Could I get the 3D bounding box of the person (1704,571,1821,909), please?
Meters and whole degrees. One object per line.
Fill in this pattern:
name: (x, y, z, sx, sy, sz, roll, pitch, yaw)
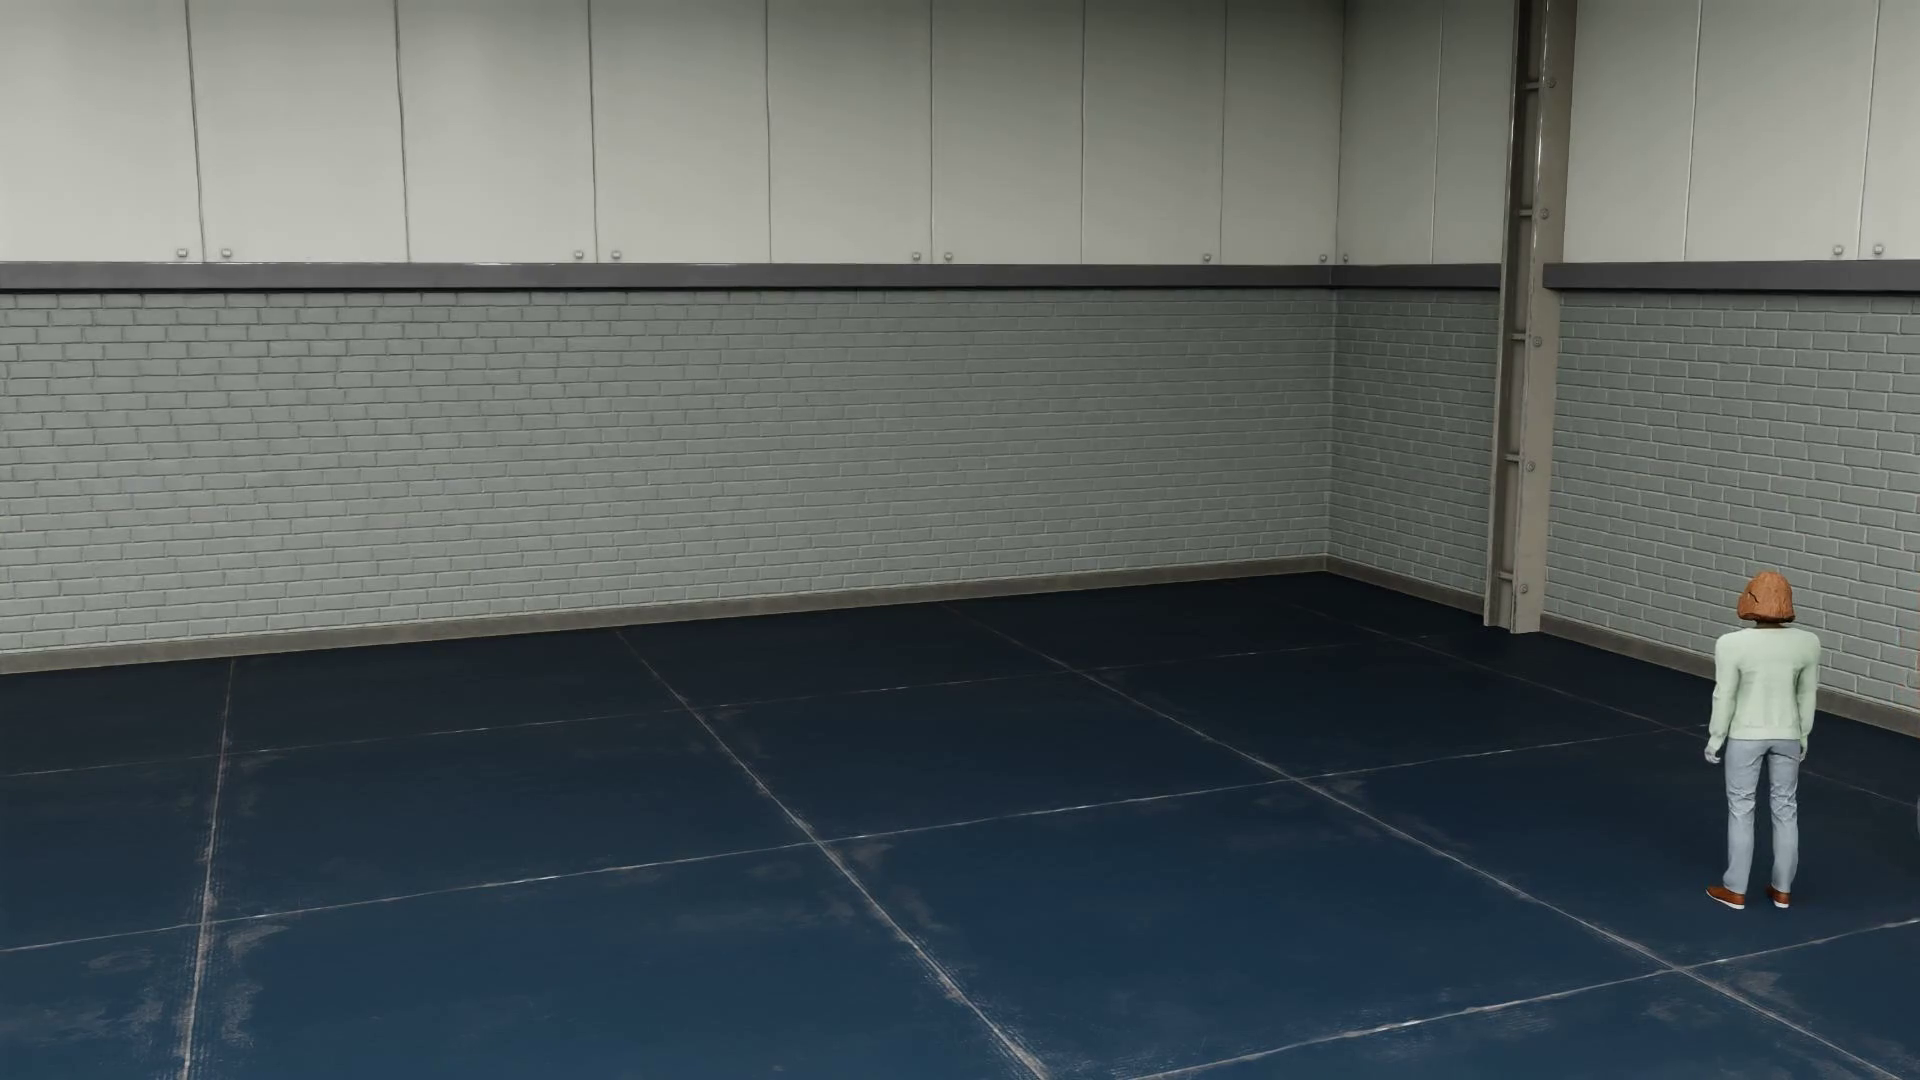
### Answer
person: (3.831, 0.959, 7.967, 0.498, 1.634, 0.282, 0, 9, 0)
